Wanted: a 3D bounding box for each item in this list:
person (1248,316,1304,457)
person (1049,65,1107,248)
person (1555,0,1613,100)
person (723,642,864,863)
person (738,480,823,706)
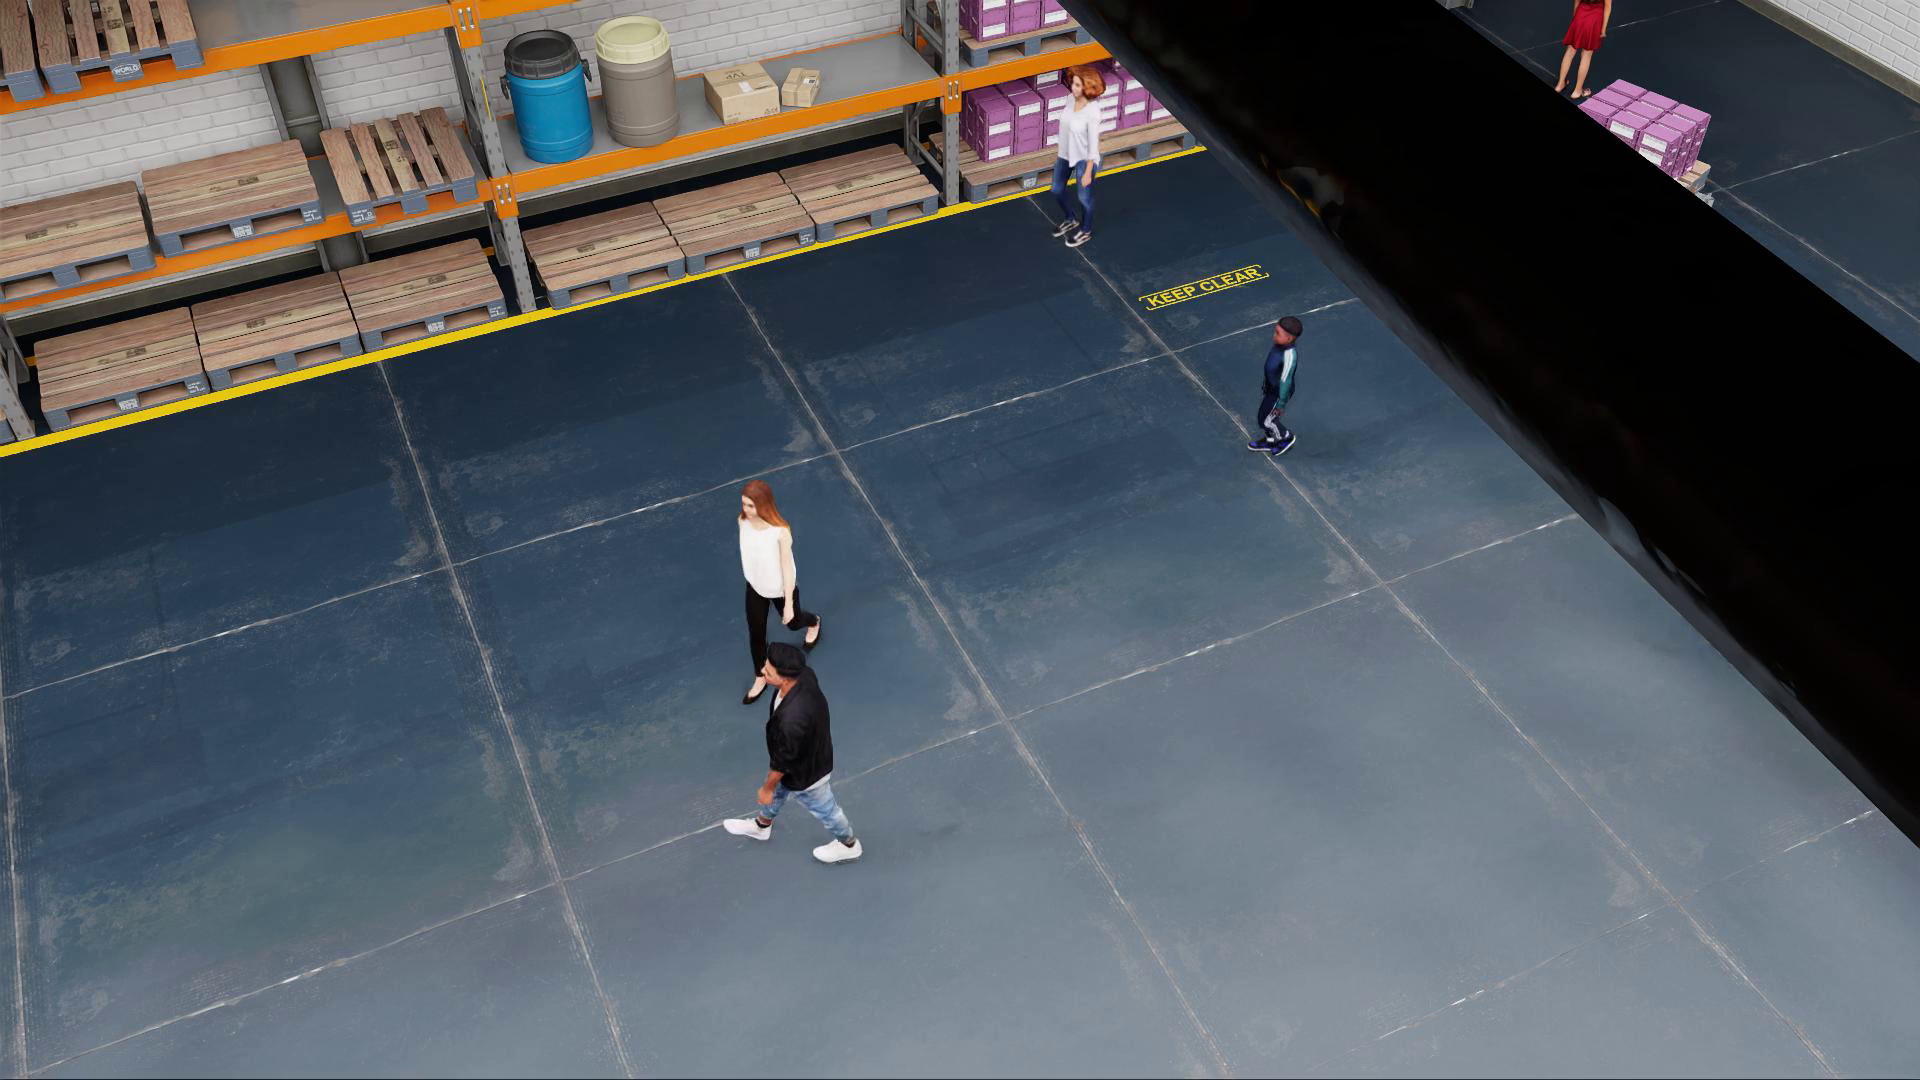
[{"bbox_3d":[2.451,-1.146,12.502,0.647,1.249,0.601,-4,44,-4],"label":"person"},{"bbox_3d":[1.112,-3.375,14.509,0.650,1.707,0.695,-25,49,-24],"label":"person"},{"bbox_3d":[6.226,-5.146,16.481,0.687,1.553,0.628,-33,53,-30],"label":"person"},{"bbox_3d":[-0.821,1.265,9.589,1.194,1.775,0.972,-2,44,-3],"label":"person"},{"bbox_3d":[-1.154,0.258,10.704,0.983,1.696,1.120,20,47,20],"label":"person"}]
